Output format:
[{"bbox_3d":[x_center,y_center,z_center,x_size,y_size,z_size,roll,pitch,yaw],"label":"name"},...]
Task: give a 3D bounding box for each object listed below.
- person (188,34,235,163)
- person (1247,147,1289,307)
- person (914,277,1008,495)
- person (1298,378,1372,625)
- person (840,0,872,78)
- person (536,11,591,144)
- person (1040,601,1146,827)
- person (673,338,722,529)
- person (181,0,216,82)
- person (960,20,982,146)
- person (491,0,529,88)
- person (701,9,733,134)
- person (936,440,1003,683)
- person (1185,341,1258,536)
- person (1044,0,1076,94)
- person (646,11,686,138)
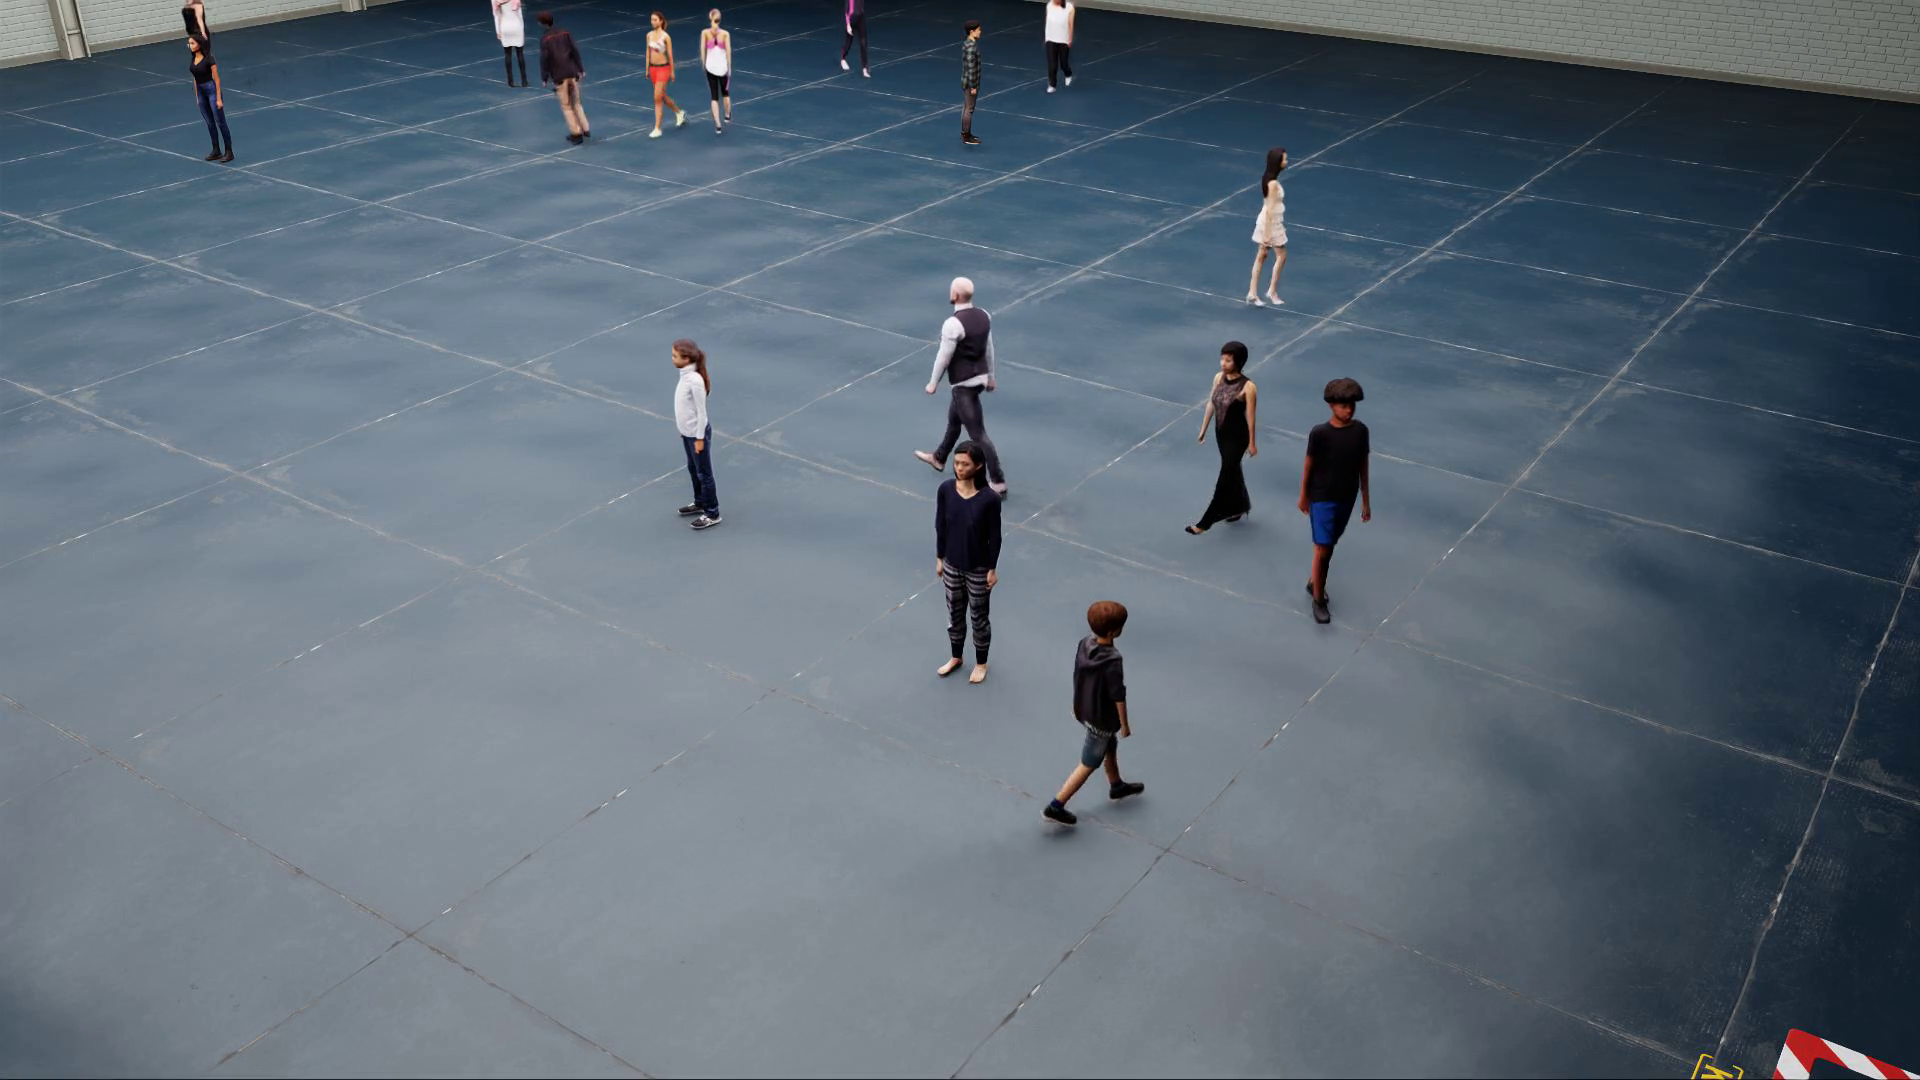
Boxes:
[{"bbox_3d":[-10.483,-6.185,23.248,0.621,1.738,0.599,10,29,19],"label":"person"},{"bbox_3d":[3.199,-3.310,17.682,0.792,1.721,0.714,2,27,4],"label":"person"},{"bbox_3d":[0.129,-1.201,13.534,0.813,1.770,1.158,15,31,26],"label":"person"},{"bbox_3d":[2.624,-0.350,11.876,0.895,1.775,0.944,-6,28,-12],"label":"person"},{"bbox_3d":[-1.828,-8.788,28.328,1.140,1.714,0.942,-15,31,-26],"label":"person"},{"bbox_3d":[-5.692,-6.669,24.049,0.636,1.866,0.900,-15,31,-26],"label":"person"},{"bbox_3d":[0.744,1.028,9.594,1.042,1.414,0.825,-13,30,-23],"label":"person"},{"bbox_3d":[-2.081,-0.862,13.110,0.628,1.556,0.613,-14,30,-25],"label":"person"},{"bbox_3d":[-12.452,-8.308,27.404,0.739,1.707,0.757,-19,33,-33],"label":"person"},{"bbox_3d":[0.141,-6.566,23.781,0.780,1.714,0.717,-2,27,-4],"label":"person"},{"bbox_3d":[-7.444,-8.437,27.552,0.718,1.802,0.786,-6,28,-11],"label":"person"},{"bbox_3d":[-3.617,-6.913,24.656,1.032,1.742,1.166,-1,27,-2],"label":"person"},{"bbox_3d":[0.059,0.131,10.987,0.631,1.733,0.556,12,30,23],"label":"person"},{"bbox_3d":[2.179,-0.796,12.973,1.088,1.562,0.854,-17,32,-30],"label":"person"},{"bbox_3d":[1.634,-8.215,27.261,0.707,1.674,0.832,13,30,24],"label":"person"},{"bbox_3d":[-4.398,-6.918,24.647,0.657,1.760,1.145,14,31,26],"label":"person"}]
